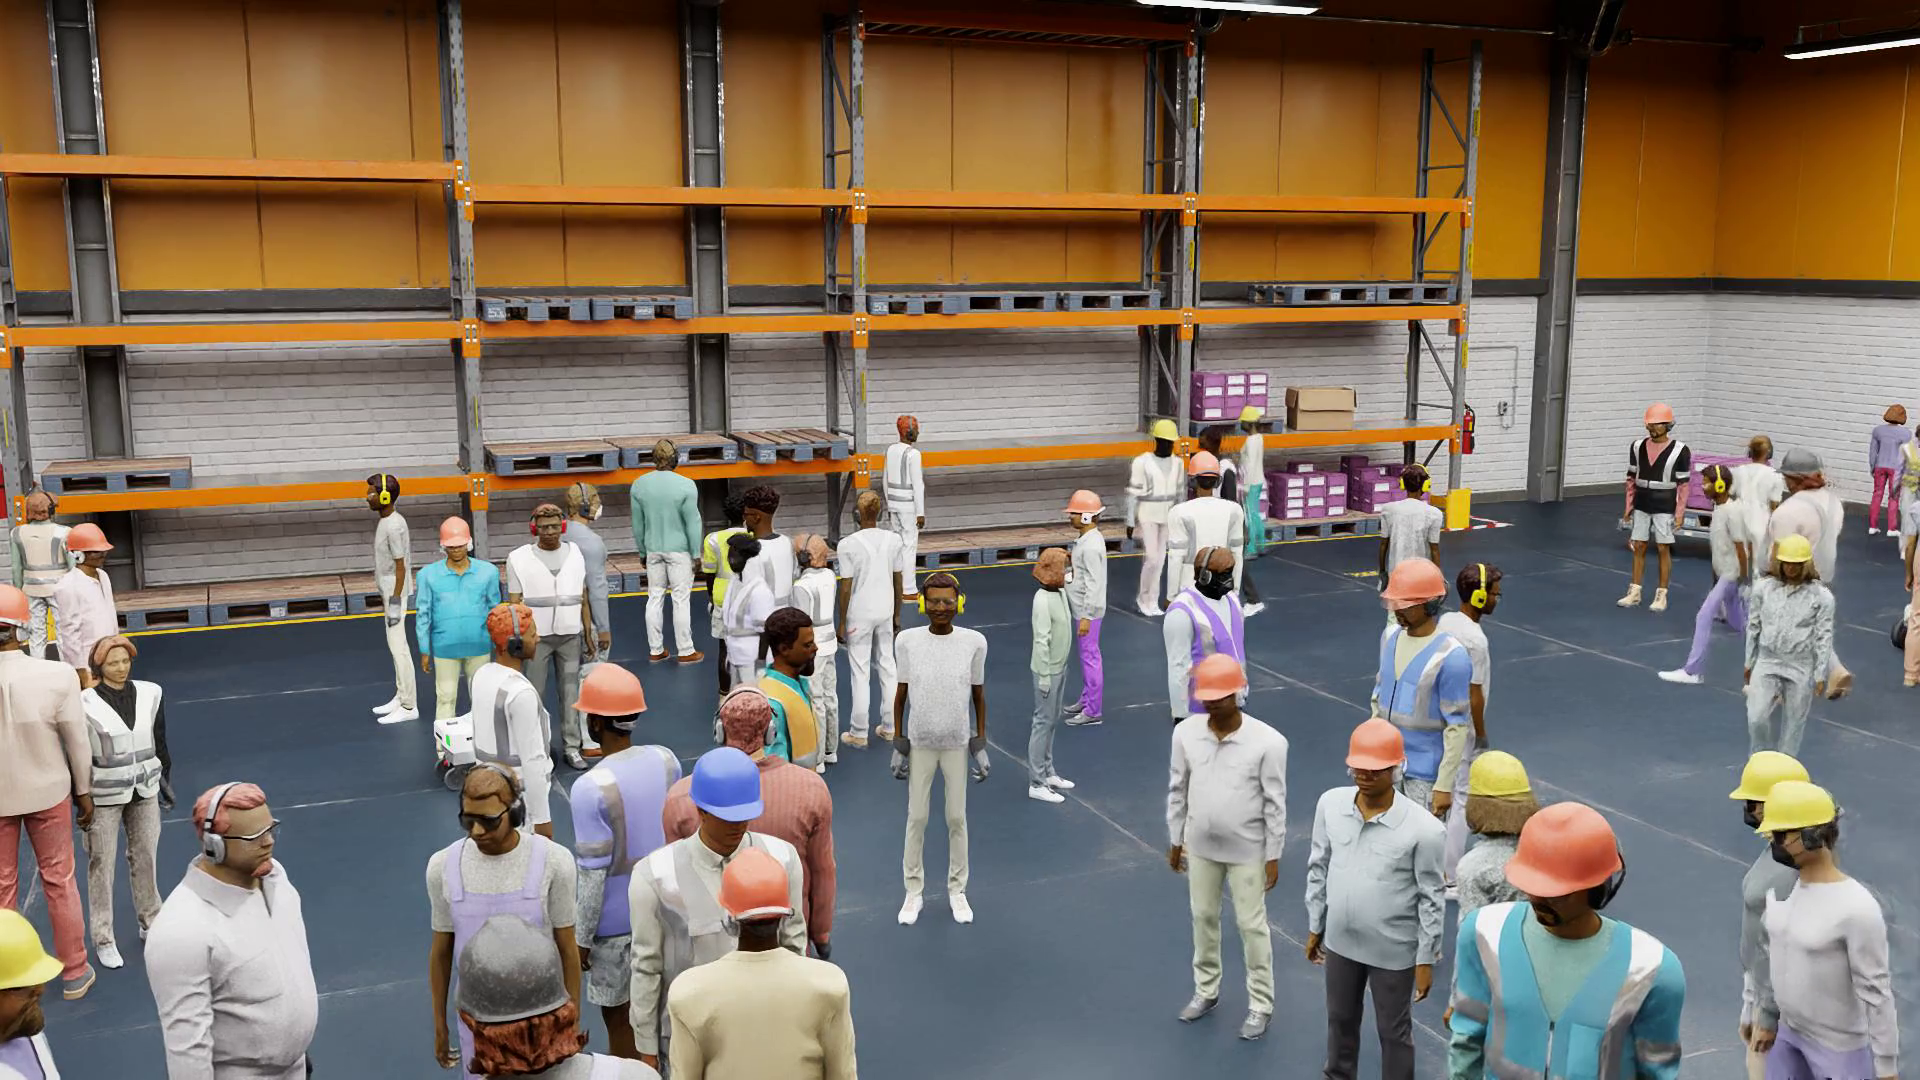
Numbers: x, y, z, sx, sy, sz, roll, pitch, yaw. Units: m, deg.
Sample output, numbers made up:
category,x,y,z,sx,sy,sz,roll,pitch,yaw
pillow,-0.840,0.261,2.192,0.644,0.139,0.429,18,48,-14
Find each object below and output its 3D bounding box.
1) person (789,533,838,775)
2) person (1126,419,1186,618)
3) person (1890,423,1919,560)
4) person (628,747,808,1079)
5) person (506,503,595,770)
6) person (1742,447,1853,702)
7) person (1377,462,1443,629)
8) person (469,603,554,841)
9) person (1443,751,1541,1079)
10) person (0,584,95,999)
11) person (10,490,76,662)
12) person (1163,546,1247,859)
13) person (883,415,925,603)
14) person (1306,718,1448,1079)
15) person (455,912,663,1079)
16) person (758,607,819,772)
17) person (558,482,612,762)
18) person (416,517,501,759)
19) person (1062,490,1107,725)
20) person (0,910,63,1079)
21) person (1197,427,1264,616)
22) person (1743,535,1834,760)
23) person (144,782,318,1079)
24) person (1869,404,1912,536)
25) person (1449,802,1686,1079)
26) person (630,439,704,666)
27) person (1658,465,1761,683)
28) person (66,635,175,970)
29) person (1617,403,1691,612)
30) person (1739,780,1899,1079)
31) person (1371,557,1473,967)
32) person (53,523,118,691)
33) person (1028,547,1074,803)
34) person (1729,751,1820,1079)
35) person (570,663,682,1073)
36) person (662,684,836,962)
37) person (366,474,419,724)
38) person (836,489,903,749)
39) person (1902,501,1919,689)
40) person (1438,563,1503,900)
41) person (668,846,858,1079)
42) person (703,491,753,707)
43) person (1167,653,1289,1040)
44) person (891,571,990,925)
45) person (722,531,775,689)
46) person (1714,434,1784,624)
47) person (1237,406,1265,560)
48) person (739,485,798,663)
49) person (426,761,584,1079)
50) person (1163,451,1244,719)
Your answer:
category,x,y,z,sx,sy,sz,roll,pitch,yaw
person,-0.982,0.762,11.174,0.309,1.641,0.513,4,10,19
person,1.885,-0.202,15.919,0.639,1.914,0.486,-6,11,-29
person,11.002,-0.591,19.074,0.552,1.608,0.710,6,11,30
person,-0.776,1.608,5.456,0.604,1.939,0.415,-5,11,-25
person,-2.749,0.656,11.192,0.567,1.844,0.375,-5,11,-29
person,6.471,0.281,12.794,0.692,2.000,0.688,-5,11,-28
person,3.534,0.321,13.088,0.511,1.863,0.327,7,12,34
person,-2.079,1.224,7.814,0.346,1.882,0.584,-8,13,-39
person,1.929,1.613,6.010,0.487,1.733,0.327,-6,11,-31
person,-4.350,1.189,7.699,0.622,1.992,0.380,-6,11,-29
person,-7.173,0.428,13.101,0.524,1.639,0.308,0,10,-3
person,1.434,0.935,9.630,0.430,1.836,0.626,9,14,43
person,-0.545,-0.309,16.653,0.337,1.879,0.584,-7,12,-36
person,1.570,1.532,6.400,0.567,1.754,0.334,10,14,44
person,-1.007,1.831,3.862,0.689,2.000,0.539,-7,12,-36
person,-0.804,1.246,7.585,0.390,1.920,0.587,0,10,-1
person,-2.594,0.558,11.490,0.364,1.939,0.636,-8,13,-39
person,-3.346,0.706,11.171,0.574,1.749,0.333,-4,11,-23
person,0.924,0.498,12.370,0.327,1.752,0.562,0,10,2
person,-2.532,1.849,4.404,0.414,1.823,0.596,-2,10,-12
person,2.482,-0.153,15.840,1.013,1.871,0.602,-2,10,-12
person,5.239,0.821,10.560,0.506,1.723,0.499,7,12,34
person,-2.196,1.672,5.170,0.403,1.906,0.651,1,10,4
person,11.495,-0.862,20.551,0.269,1.632,0.509,-6,11,-31
person,1.652,1.699,4.637,0.609,2.036,0.403,6,11,31
person,-2.467,0.108,14.089,0.631,1.940,0.372,3,10,17
person,6.240,0.300,13.397,0.938,1.812,0.586,3,10,15
person,-4.150,1.272,8.240,0.308,1.640,0.511,6,12,32
person,6.774,-0.318,16.235,0.391,2.045,0.608,-8,13,-40
person,2.983,1.679,5.654,0.510,1.725,0.637,-3,10,-16
person,2.199,1.089,8.132,0.375,2.044,0.607,-5,11,-25
person,-5.658,0.756,10.882,0.335,1.753,0.563,0,10,-3
person,0.594,0.850,10.689,0.265,1.632,0.509,3,10,17
person,2.883,1.615,5.942,0.342,1.754,0.531,4,11,22
person,-1.319,1.429,6.470,0.362,1.939,0.543,6,11,30
person,-0.790,1.479,6.279,0.645,1.908,0.408,-2,10,-14
person,-4.258,0.430,12.428,0.319,1.871,0.532,-4,11,-23
person,-0.643,0.557,11.766,0.507,1.846,0.344,-6,12,-31
person,7.783,0.305,13.232,0.344,1.841,0.504,-8,13,-39
person,2.718,1.032,9.006,0.323,1.855,0.531,-1,10,-7
person,-0.586,1.775,5.014,0.563,1.752,0.330,-1,10,-5
person,-1.683,0.472,12.688,0.536,1.697,0.318,0,10,-2
person,1.184,1.355,7.459,0.568,1.741,0.353,6,12,31
person,-0.102,1.079,8.676,0.520,1.877,0.328,0,10,-2
person,-1.389,0.775,10.940,0.318,1.695,0.538,-6,11,-31
person,7.335,-0.069,15.427,0.656,1.827,0.523,-8,12,-38
person,3.300,-0.644,18.930,0.337,1.769,0.535,4,10,20
person,-1.305,0.608,11.126,0.367,1.965,0.607,4,11,21
person,-1.536,1.628,5.639,0.515,1.835,0.355,0,10,-1
person,1.791,0.357,12.352,0.614,2.040,0.390,-3,10,-17
